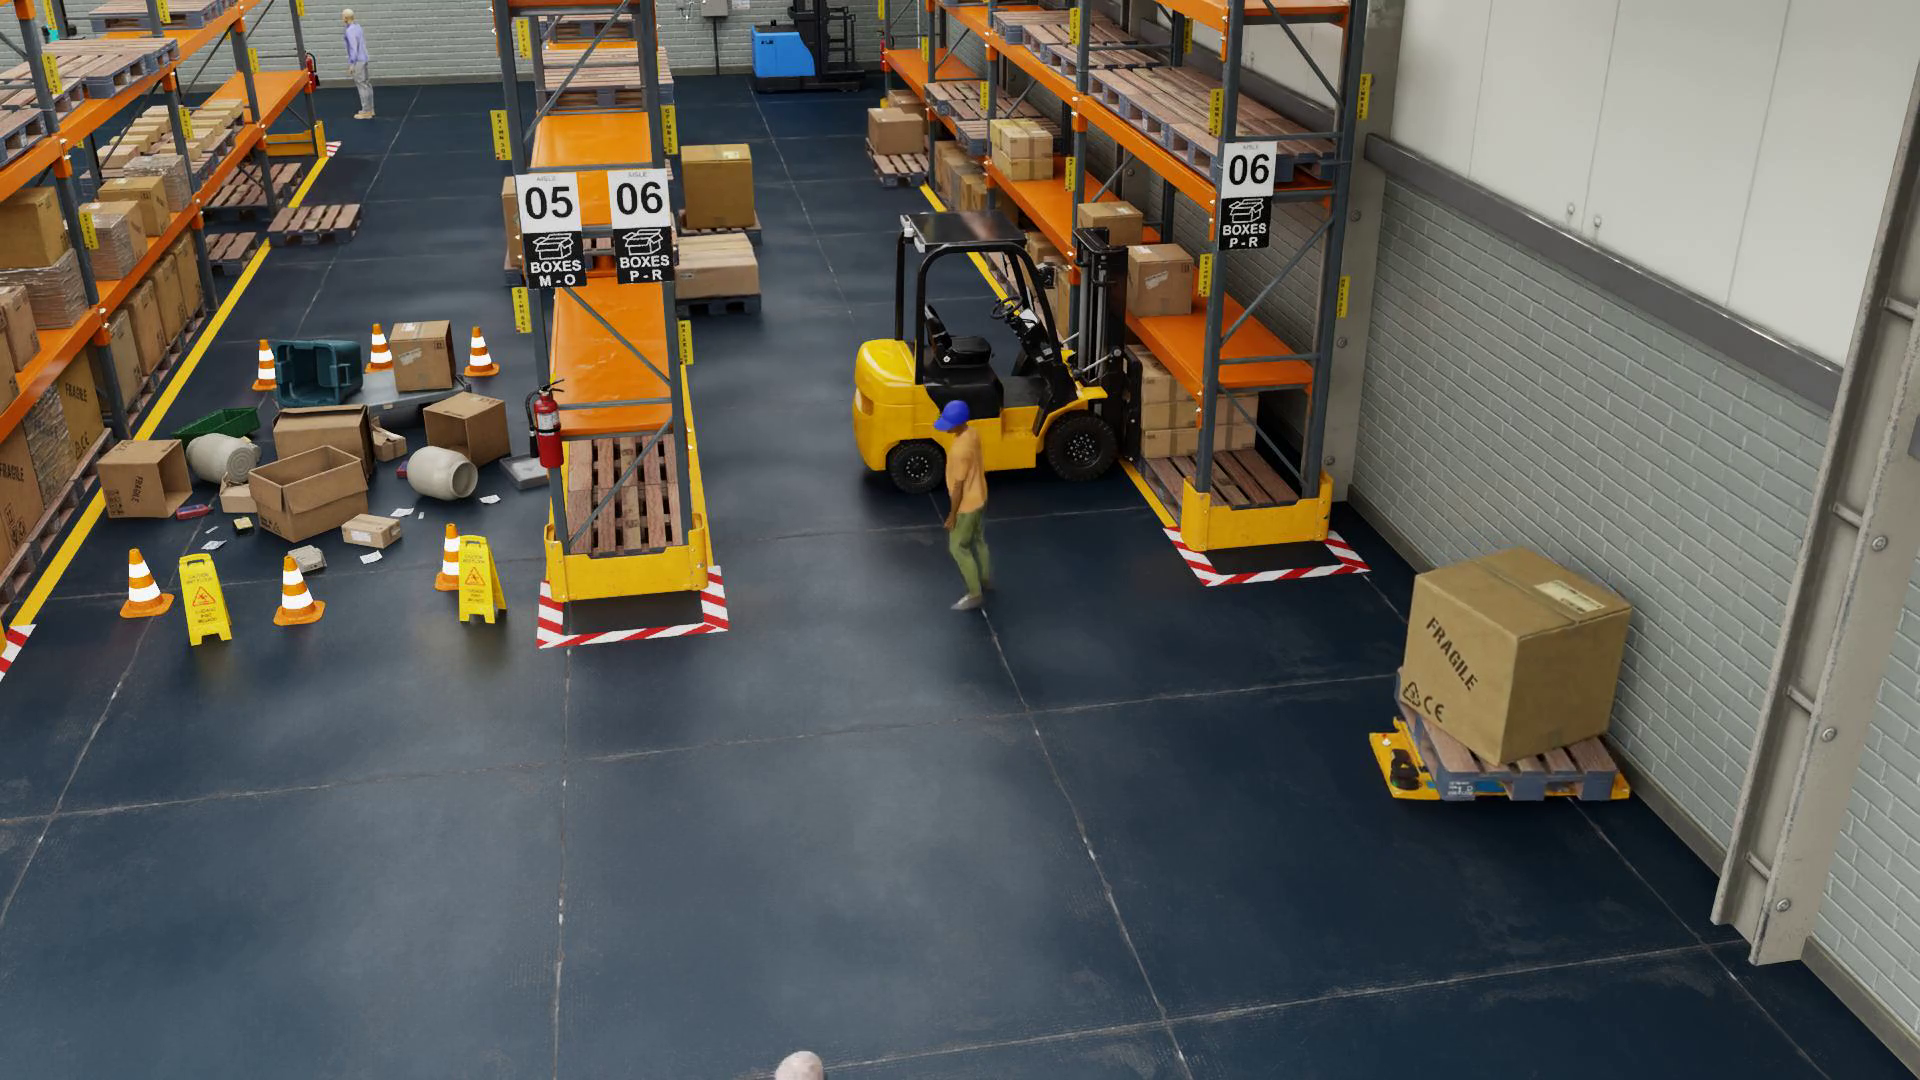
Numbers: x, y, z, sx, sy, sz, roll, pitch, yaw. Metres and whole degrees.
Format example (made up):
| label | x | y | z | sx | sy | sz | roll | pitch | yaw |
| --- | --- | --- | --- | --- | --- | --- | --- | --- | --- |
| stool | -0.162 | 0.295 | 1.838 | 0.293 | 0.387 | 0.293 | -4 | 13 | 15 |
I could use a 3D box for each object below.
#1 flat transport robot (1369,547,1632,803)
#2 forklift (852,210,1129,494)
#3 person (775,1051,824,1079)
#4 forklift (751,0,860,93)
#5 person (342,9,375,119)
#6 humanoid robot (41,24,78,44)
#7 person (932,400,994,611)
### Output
| label | x | y | z | sx | sy | sz | roll | pitch | yaw |
| --- | --- | --- | --- | --- | --- | --- | --- | --- | --- |
| flat transport robot | 3.329 | 1.355 | 10.307 | 1.431 | 0.231 | 0.659 | 0 | 26 | 0 |
| forklift | 0.216 | -1.659 | 14.366 | 2.313 | 2.155 | 1.214 | -5 | 26 | -10 |
| person | -0.578 | 2.579 | 5.968 | 0.612 | 1.820 | 0.740 | -2 | 26 | -5 |
| forklift | -2.872 | -9.679 | 30.288 | 1.873 | 2.768 | 1.129 | -5 | 26 | -10 |
| person | -10.169 | -8.053 | 28.136 | 0.400 | 1.798 | 0.596 | 0 | 26 | 0 |
| humanoid robot | -15.121 | -8.045 | 28.231 | 0.533 | 1.793 | 0.811 | -9 | 27 | -18 |
| person | 0.037 | -0.291 | 12.109 | 0.366 | 1.671 | 0.651 | 7 | 27 | 14 |
